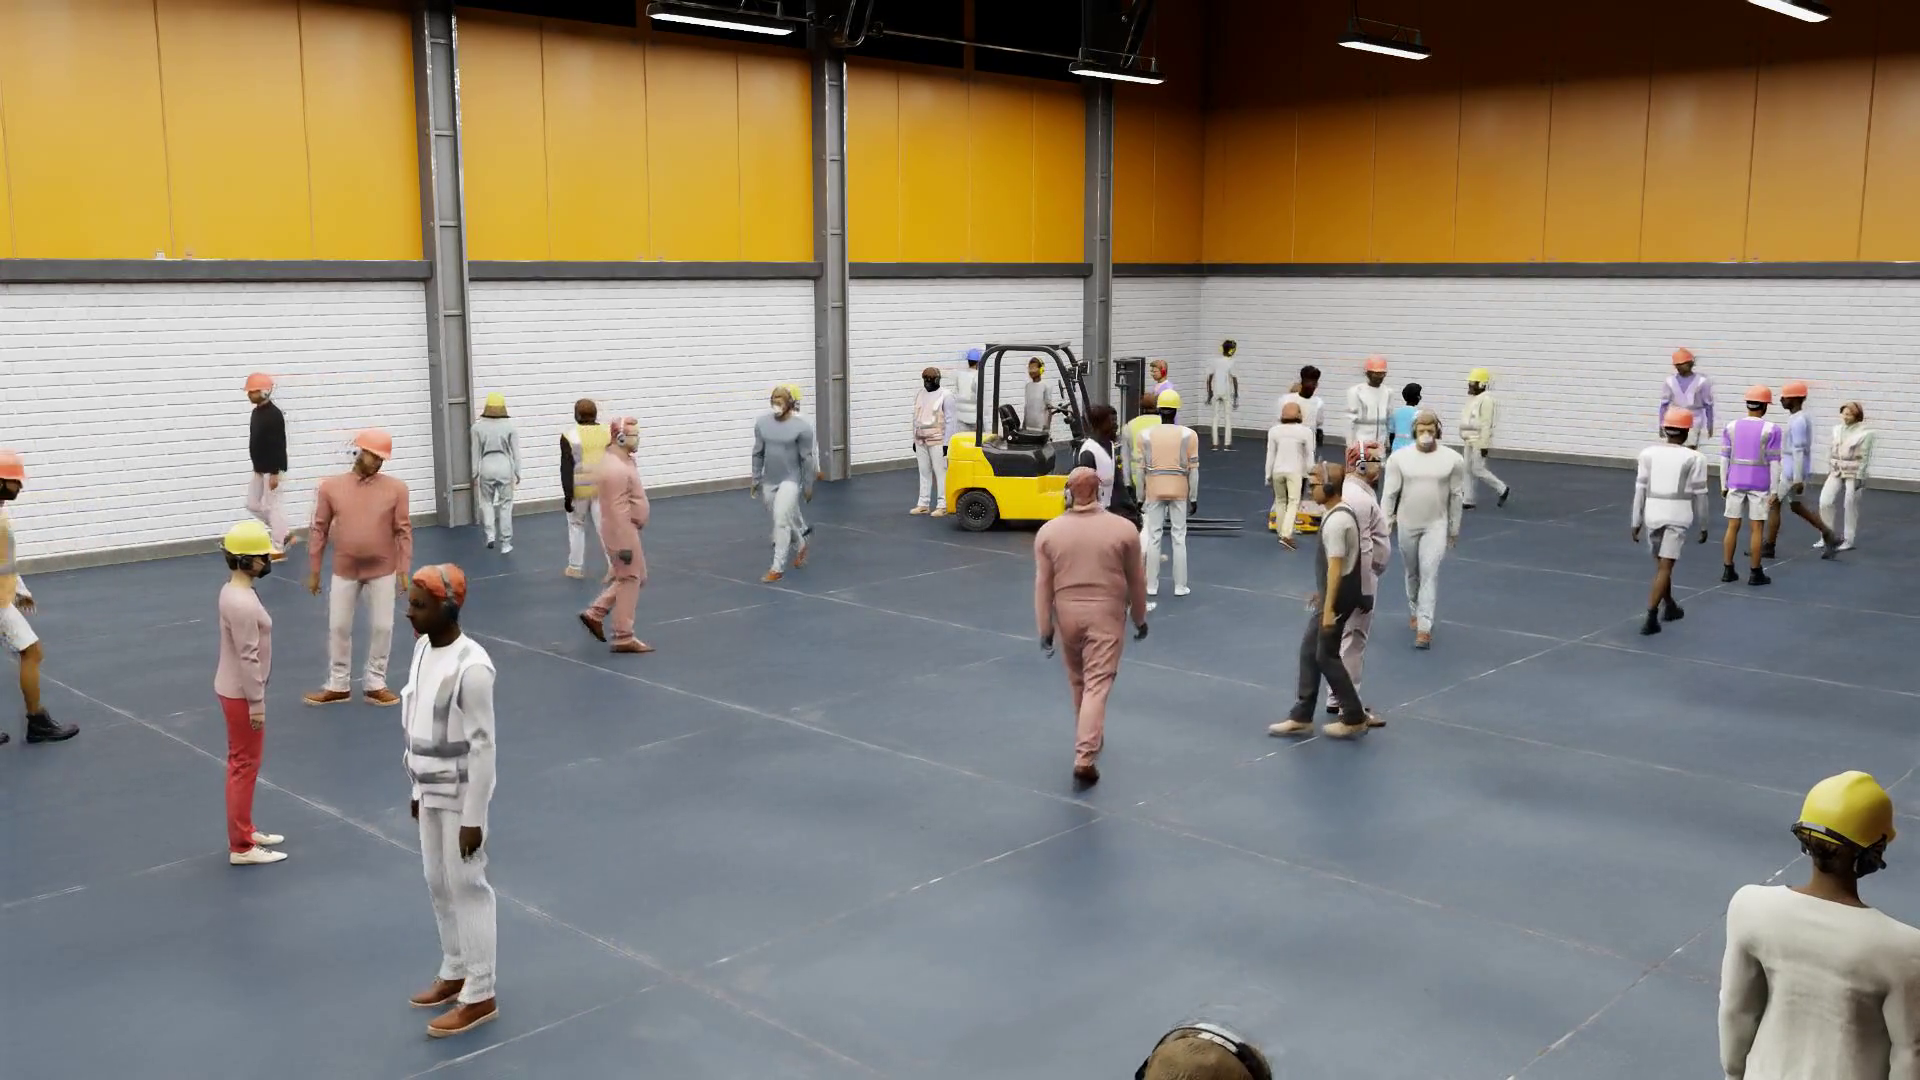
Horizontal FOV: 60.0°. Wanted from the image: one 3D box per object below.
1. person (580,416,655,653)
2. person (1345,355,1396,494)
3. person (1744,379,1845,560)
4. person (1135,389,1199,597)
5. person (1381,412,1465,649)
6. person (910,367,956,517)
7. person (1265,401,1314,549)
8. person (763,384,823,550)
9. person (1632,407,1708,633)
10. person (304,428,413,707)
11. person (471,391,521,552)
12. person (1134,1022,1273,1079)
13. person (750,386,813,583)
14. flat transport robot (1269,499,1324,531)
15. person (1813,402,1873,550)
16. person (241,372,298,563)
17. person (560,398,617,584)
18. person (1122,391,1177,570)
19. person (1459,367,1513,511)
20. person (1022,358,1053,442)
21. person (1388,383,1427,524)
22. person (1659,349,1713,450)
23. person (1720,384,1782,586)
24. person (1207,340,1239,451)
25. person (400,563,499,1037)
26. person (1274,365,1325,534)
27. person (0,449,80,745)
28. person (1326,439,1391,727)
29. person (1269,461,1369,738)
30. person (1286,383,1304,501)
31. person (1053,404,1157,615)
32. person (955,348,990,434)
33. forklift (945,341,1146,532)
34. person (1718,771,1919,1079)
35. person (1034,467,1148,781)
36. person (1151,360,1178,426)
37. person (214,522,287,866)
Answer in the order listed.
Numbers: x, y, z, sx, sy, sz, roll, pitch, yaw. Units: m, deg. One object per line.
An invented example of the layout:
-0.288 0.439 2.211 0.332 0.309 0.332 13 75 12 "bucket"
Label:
-2.697 -0.036 13.106 0.506 1.889 0.665 -2 9 -13 "person"
4.880 -1.195 19.784 0.622 2.027 0.539 -3 10 -18 "person"
8.747 -0.725 17.297 0.861 1.909 0.548 6 11 31 "person"
1.913 -0.429 15.398 0.586 1.928 0.365 2 9 9 "person"
3.778 -0.110 13.612 0.644 1.886 1.048 3 10 18 "person"
-0.353 -1.206 20.434 0.627 1.843 0.429 8 12 39 "person"
3.582 -0.718 18.164 0.508 1.594 0.730 4 10 23 "person"
-1.798 -0.802 18.111 0.590 1.781 0.935 6 11 31 "person"
5.980 -0.180 14.027 0.563 1.886 1.005 9 13 43 "person"
-4.168 0.205 11.457 0.774 1.956 0.363 -2 10 -14 "person"
-4.962 -0.727 17.828 0.518 1.731 0.369 -1 9 -8 "person"
0.381 1.652 2.632 0.646 1.928 0.536 6 11 33 "person"
-1.701 -0.576 16.386 0.628 1.912 0.940 5 10 27 "person"
4.026 -0.303 19.694 0.652 0.197 1.431 2 10 13 "flat transport robot"
9.469 -0.674 17.821 0.549 1.613 0.531 -4 10 -23 "person"
-7.145 -0.737 17.118 0.431 1.980 0.643 -9 13 -44 "person"
-3.558 -0.478 16.103 0.639 1.802 0.950 -7 11 -35 "person"
1.915 -0.601 16.828 0.614 1.818 0.866 7 12 38 "person"
6.533 -1.249 20.755 0.644 1.821 0.591 0 9 -1 "person"
1.013 -1.482 22.085 0.328 1.863 0.585 -8 12 -39 "person"
5.302 -1.011 19.665 0.318 1.697 0.540 -7 12 -38 "person"
9.626 -1.546 22.057 0.641 1.976 1.048 8 12 41 "person"
7.621 -0.534 16.024 0.378 1.932 0.551 -9 13 -44 "person"
4.404 -2.401 27.774 0.619 1.845 0.359 5 11 30 "person"
-2.040 1.020 6.657 0.345 1.883 0.577 -8 12 -40 "person"
3.883 -1.023 18.989 0.636 1.941 0.430 -3 10 -20 "person"
-6.033 0.374 10.551 0.801 1.894 0.572 -8 12 -39 "person"
2.666 0.277 11.133 0.407 1.910 0.638 0 9 0 "person"
2.346 0.392 10.753 0.636 1.809 0.578 2 9 11 "person"
4.190 -1.161 20.825 0.512 1.621 0.293 -8 12 -40 "person"
1.218 -0.272 14.664 1.036 1.859 0.594 3 10 17 "person"
0.255 -1.737 23.468 0.609 1.917 0.849 9 13 42 "person"
0.977 -1.223 19.452 2.313 2.155 1.214 2 9 11 "forklift"
2.230 1.460 4.312 0.314 1.769 0.524 -8 12 -40 "person"
0.783 0.485 10.042 0.642 1.856 1.035 3 10 19 "person"
2.674 -1.467 22.032 0.390 1.840 0.565 -2 10 -14 "person"
-3.630 0.778 8.526 0.348 1.757 0.517 -5 11 -29 "person"
